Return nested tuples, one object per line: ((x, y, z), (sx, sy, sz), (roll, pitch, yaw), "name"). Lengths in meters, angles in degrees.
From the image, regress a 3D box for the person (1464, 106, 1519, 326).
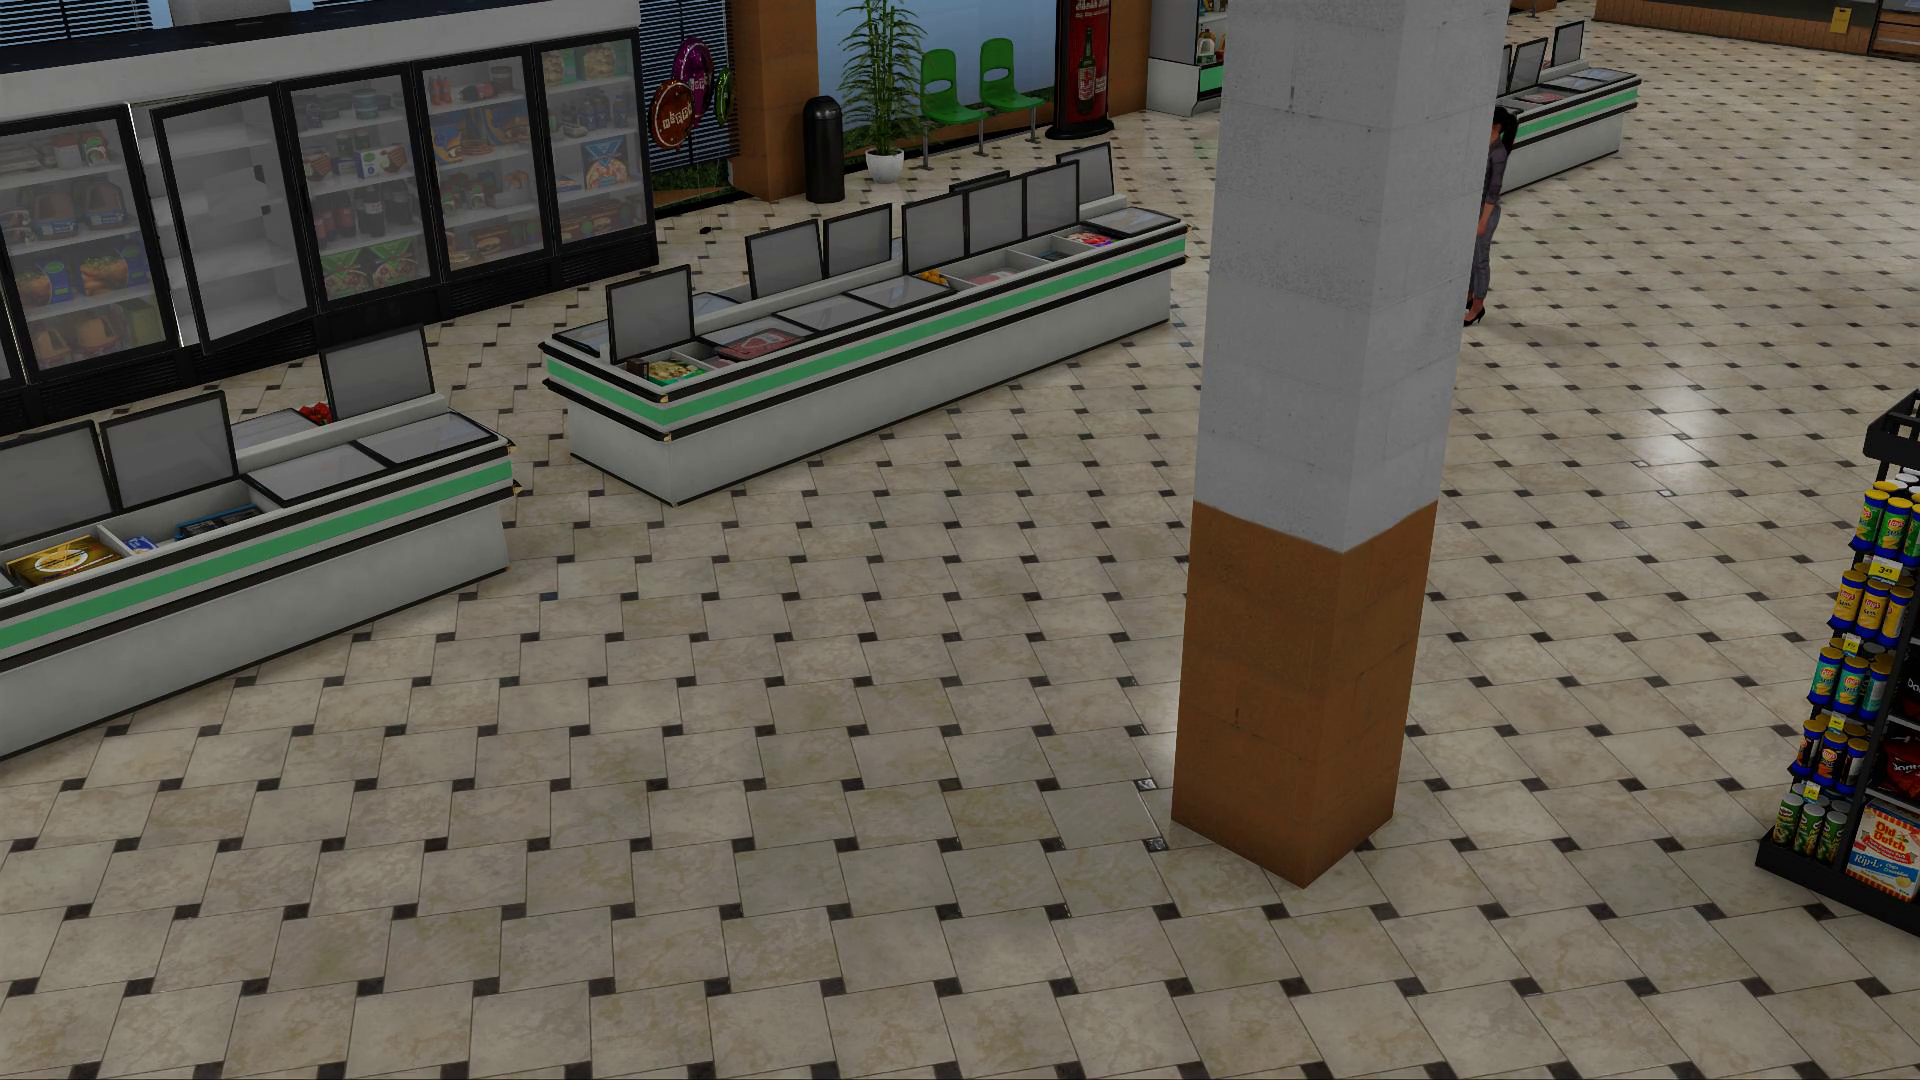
((4.016, -2.500, 12.802), (0.779, 1.680, 0.724), (-1, 27, -2), "person")
